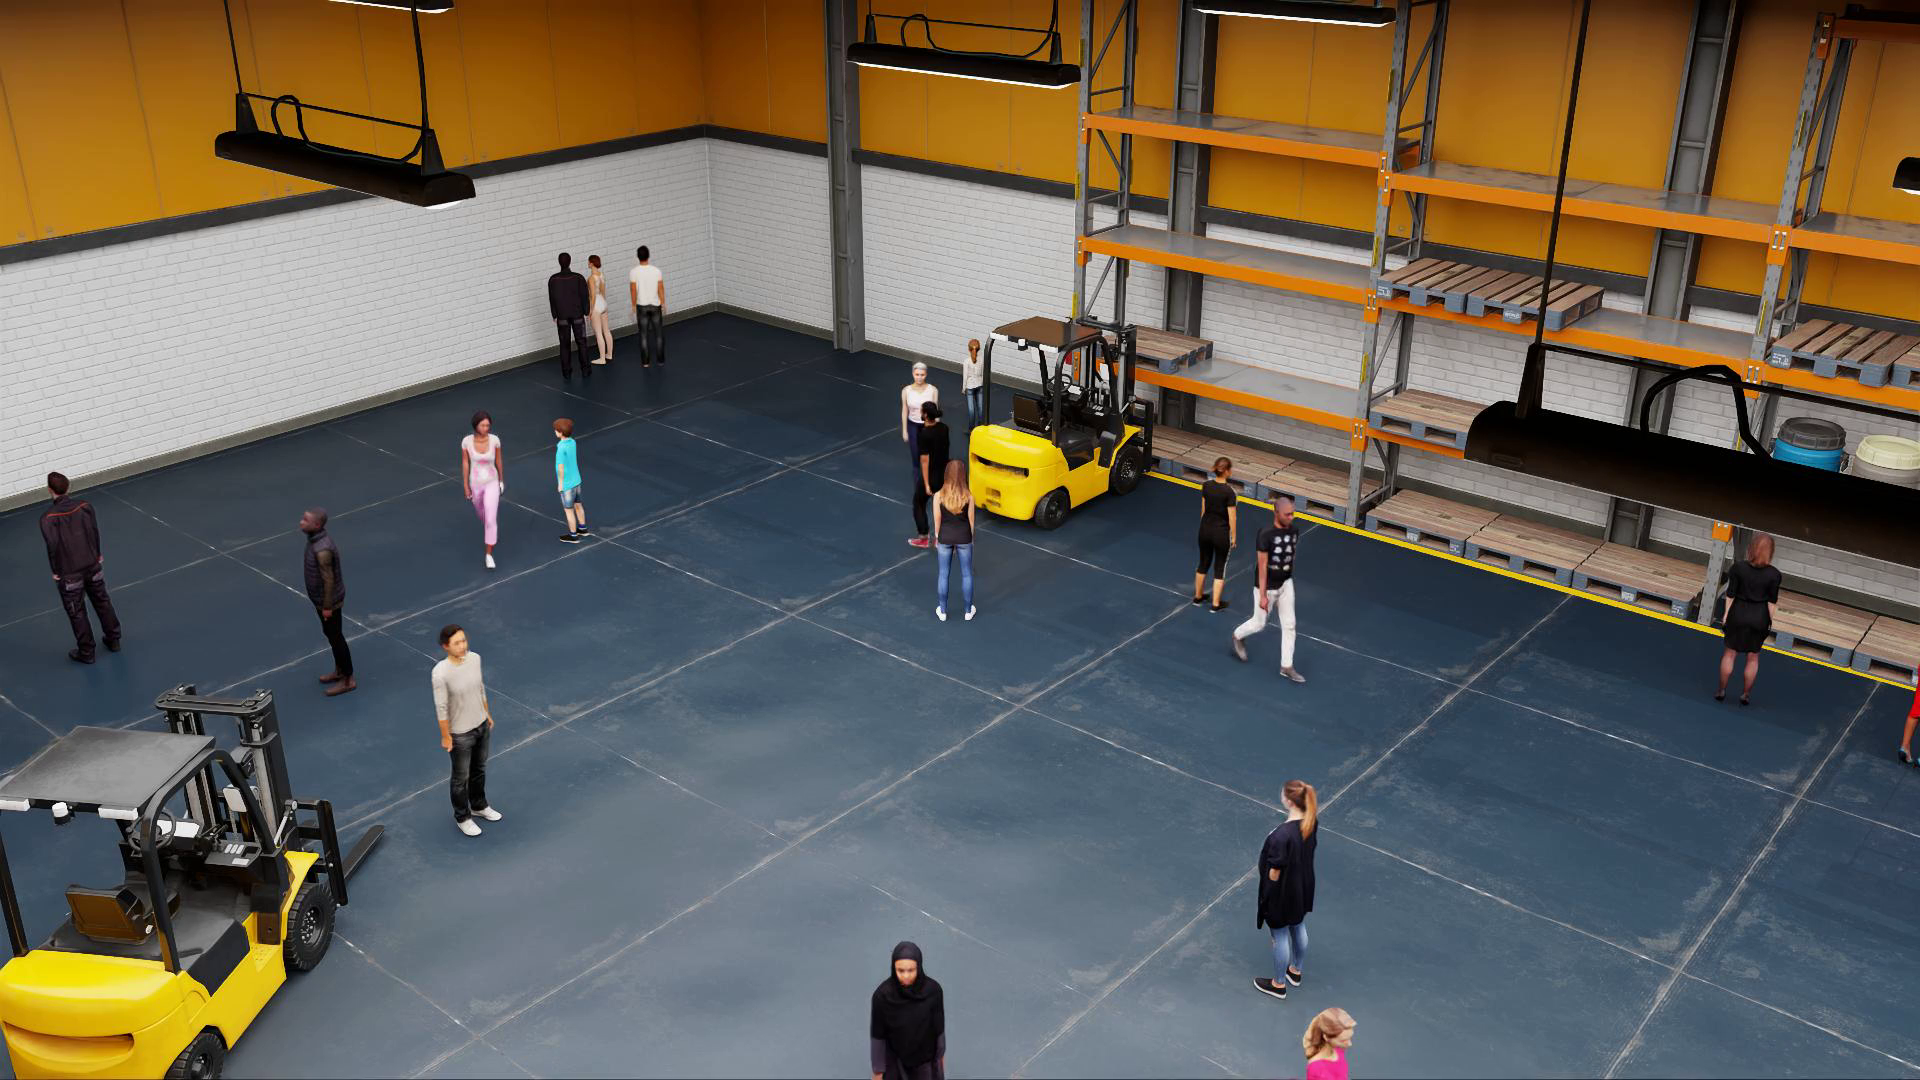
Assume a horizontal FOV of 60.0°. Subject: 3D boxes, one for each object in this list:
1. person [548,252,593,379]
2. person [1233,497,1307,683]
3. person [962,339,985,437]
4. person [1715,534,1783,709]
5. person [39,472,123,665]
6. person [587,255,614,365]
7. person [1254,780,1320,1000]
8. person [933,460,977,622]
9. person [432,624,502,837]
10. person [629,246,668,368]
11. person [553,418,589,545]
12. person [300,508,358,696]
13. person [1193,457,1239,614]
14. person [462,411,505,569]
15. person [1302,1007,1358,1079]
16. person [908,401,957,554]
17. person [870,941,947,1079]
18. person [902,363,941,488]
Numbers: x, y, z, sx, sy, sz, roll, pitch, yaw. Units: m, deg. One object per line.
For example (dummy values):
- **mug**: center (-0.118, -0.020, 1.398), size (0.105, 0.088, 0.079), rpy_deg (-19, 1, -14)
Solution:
- **person**: center (-5.670, -3.267, 24.166), size (0.795, 1.838, 0.821), rpy_deg (-4, 24, -10)
- **person**: center (2.917, 0.429, 15.792), size (0.946, 1.773, 1.217), rpy_deg (-13, 27, -27)
- **person**: center (0.191, -2.014, 21.952), size (0.553, 1.316, 0.596), rpy_deg (-10, 25, -21)
- **person**: center (7.192, 0.735, 15.176), size (0.502, 1.707, 0.686), rpy_deg (12, 26, 25)
- **person**: center (-8.515, 0.249, 16.031), size (0.618, 1.911, 0.717), rpy_deg (14, 27, 29)
- **person**: center (-5.393, -3.455, 24.840), size (0.588, 1.643, 0.610), rpy_deg (8, 25, 18)
- **person**: center (2.269, 2.384, 11.423), size (0.666, 1.691, 0.614), rpy_deg (-18, 30, -36)
- **person**: center (-0.052, 0.004, 16.827), size (0.656, 1.723, 0.730), rpy_deg (0, 24, -1)
- **person**: center (-3.972, 1.485, 13.328), size (0.601, 1.811, 0.705), rpy_deg (13, 27, 26)
- **person**: center (-4.629, -3.476, 24.689), size (0.716, 1.803, 0.741), rpy_deg (-5, 24, -11)
- **person**: center (-4.399, -0.684, 18.745), size (0.613, 1.448, 0.589), rpy_deg (5, 24, 10)
- **person**: center (-5.879, 0.545, 15.450), size (0.822, 1.835, 0.643), rpy_deg (-13, 27, -28)
- **person**: center (2.620, -0.065, 17.058), size (0.464, 1.665, 0.663), rpy_deg (22, 32, 40)
- **person**: center (-5.215, -0.603, 18.243), size (1.047, 1.702, 1.212), rpy_deg (-3, 24, -6)
- **person**: center (1.899, 3.291, 9.327), size (0.911, 1.708, 0.786), rpy_deg (5, 24, 11)
- **person**: center (-0.210, -0.658, 18.321), size (0.648, 1.740, 0.797), rpy_deg (-21, 31, -39)
- **person**: center (-0.301, 3.049, 10.001), size (0.861, 1.611, 0.922), rpy_deg (-2, 24, -5)
- **person**: center (-0.470, -1.329, 19.968), size (1.117, 1.650, 1.205), rpy_deg (-3, 24, -6)
